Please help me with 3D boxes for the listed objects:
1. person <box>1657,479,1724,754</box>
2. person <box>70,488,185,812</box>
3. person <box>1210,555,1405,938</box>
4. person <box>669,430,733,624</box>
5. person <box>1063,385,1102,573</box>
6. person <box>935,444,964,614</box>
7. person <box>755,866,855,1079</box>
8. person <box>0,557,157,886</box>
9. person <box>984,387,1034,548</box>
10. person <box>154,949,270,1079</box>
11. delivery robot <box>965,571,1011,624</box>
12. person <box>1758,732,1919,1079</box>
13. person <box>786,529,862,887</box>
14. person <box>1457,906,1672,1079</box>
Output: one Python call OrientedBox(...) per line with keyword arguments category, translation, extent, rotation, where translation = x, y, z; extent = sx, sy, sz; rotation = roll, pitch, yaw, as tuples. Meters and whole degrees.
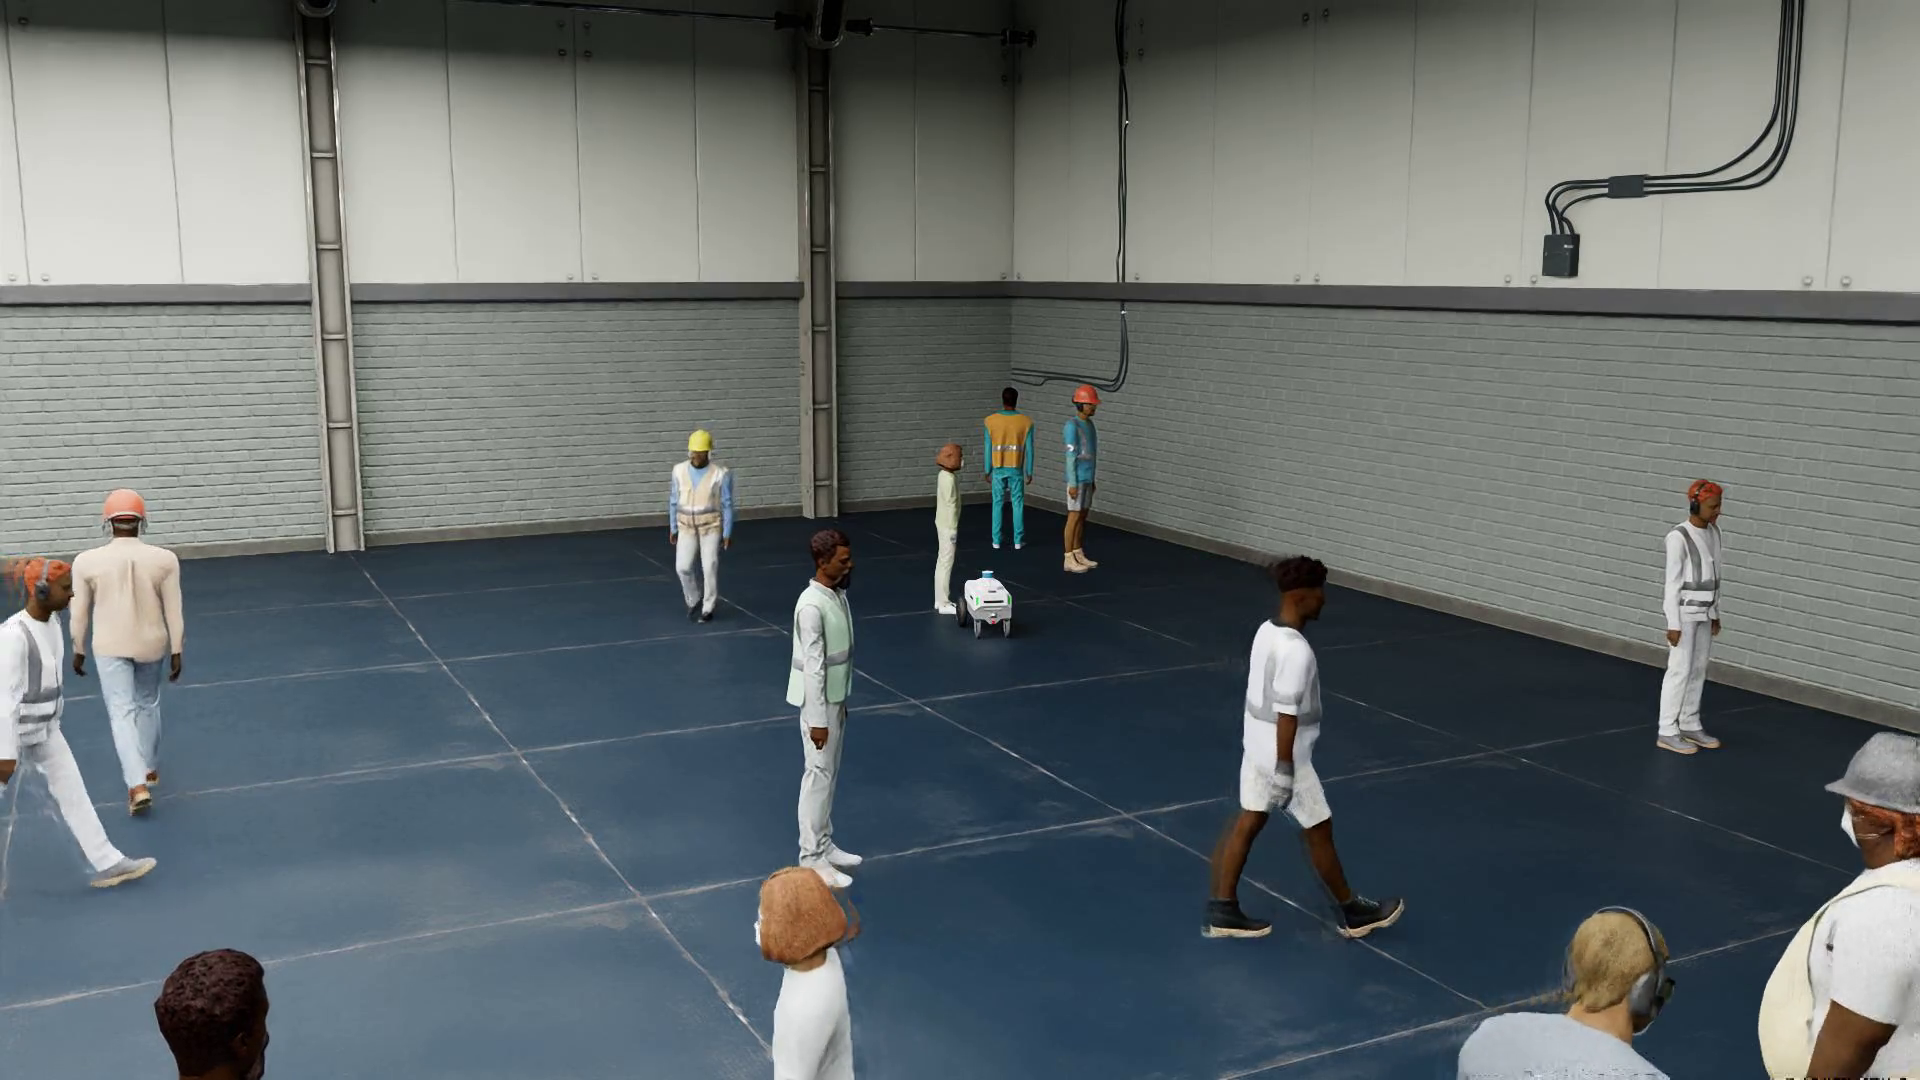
OrientedBox(category="person", translation=(4.998, 0.518, 11.349), extent=(0.586, 1.879, 0.361), rotation=(-7, 12, -38))
OrientedBox(category="person", translation=(-5.101, 0.660, 10.239), extent=(0.608, 1.955, 0.993), rotation=(-6, 11, -35))
OrientedBox(category="person", translation=(1.686, 1.019, 8.112), extent=(0.973, 1.915, 0.634), rotation=(-1, 9, -6))
OrientedBox(category="person", translation=(-2.407, -0.114, 15.414), extent=(0.628, 1.813, 0.444), rotation=(1, 9, 9))
OrientedBox(category="person", translation=(1.354, -0.672, 18.160), extent=(0.393, 2.041, 0.612), rotation=(5, 10, 26))
OrientedBox(category="person", translation=(-0.100, -0.113, 15.973), extent=(0.268, 1.632, 0.507), rotation=(-1, 9, -8))
OrientedBox(category="person", translation=(-0.492, 1.718, 4.755), extent=(0.672, 1.609, 0.512), rotation=(-1, 9, -7))
OrientedBox(category="person", translation=(-4.872, 0.998, 8.630), extent=(1.070, 1.815, 0.637), rotation=(-1, 9, -5))
OrientedBox(category="person", translation=(0.576, -0.845, 19.654), extent=(0.584, 1.911, 0.391), rotation=(0, 9, 2))
OrientedBox(category="person", translation=(-1.509, 1.778, 3.452), extent=(0.593, 1.919, 0.384), rotation=(2, 9, 11))
OrientedBox(category="delivery robot", translation=(0.252, 0.522, 15.087), extent=(0.477, 0.478, 0.707), rotation=(-1, 9, -8))
OrientedBox(category="person", translation=(2.545, 1.514, 4.703), extent=(0.677, 2.000, 0.541), rotation=(-9, 13, -43))
OrientedBox(category="person", translation=(-0.737, 0.884, 8.960), extent=(0.373, 1.916, 0.596), rotation=(1, 9, 6))
OrientedBox(category="person", translation=(1.398, 1.757, 3.746), extent=(1.058, 1.871, 0.695), rotation=(-5, 11, -30))
